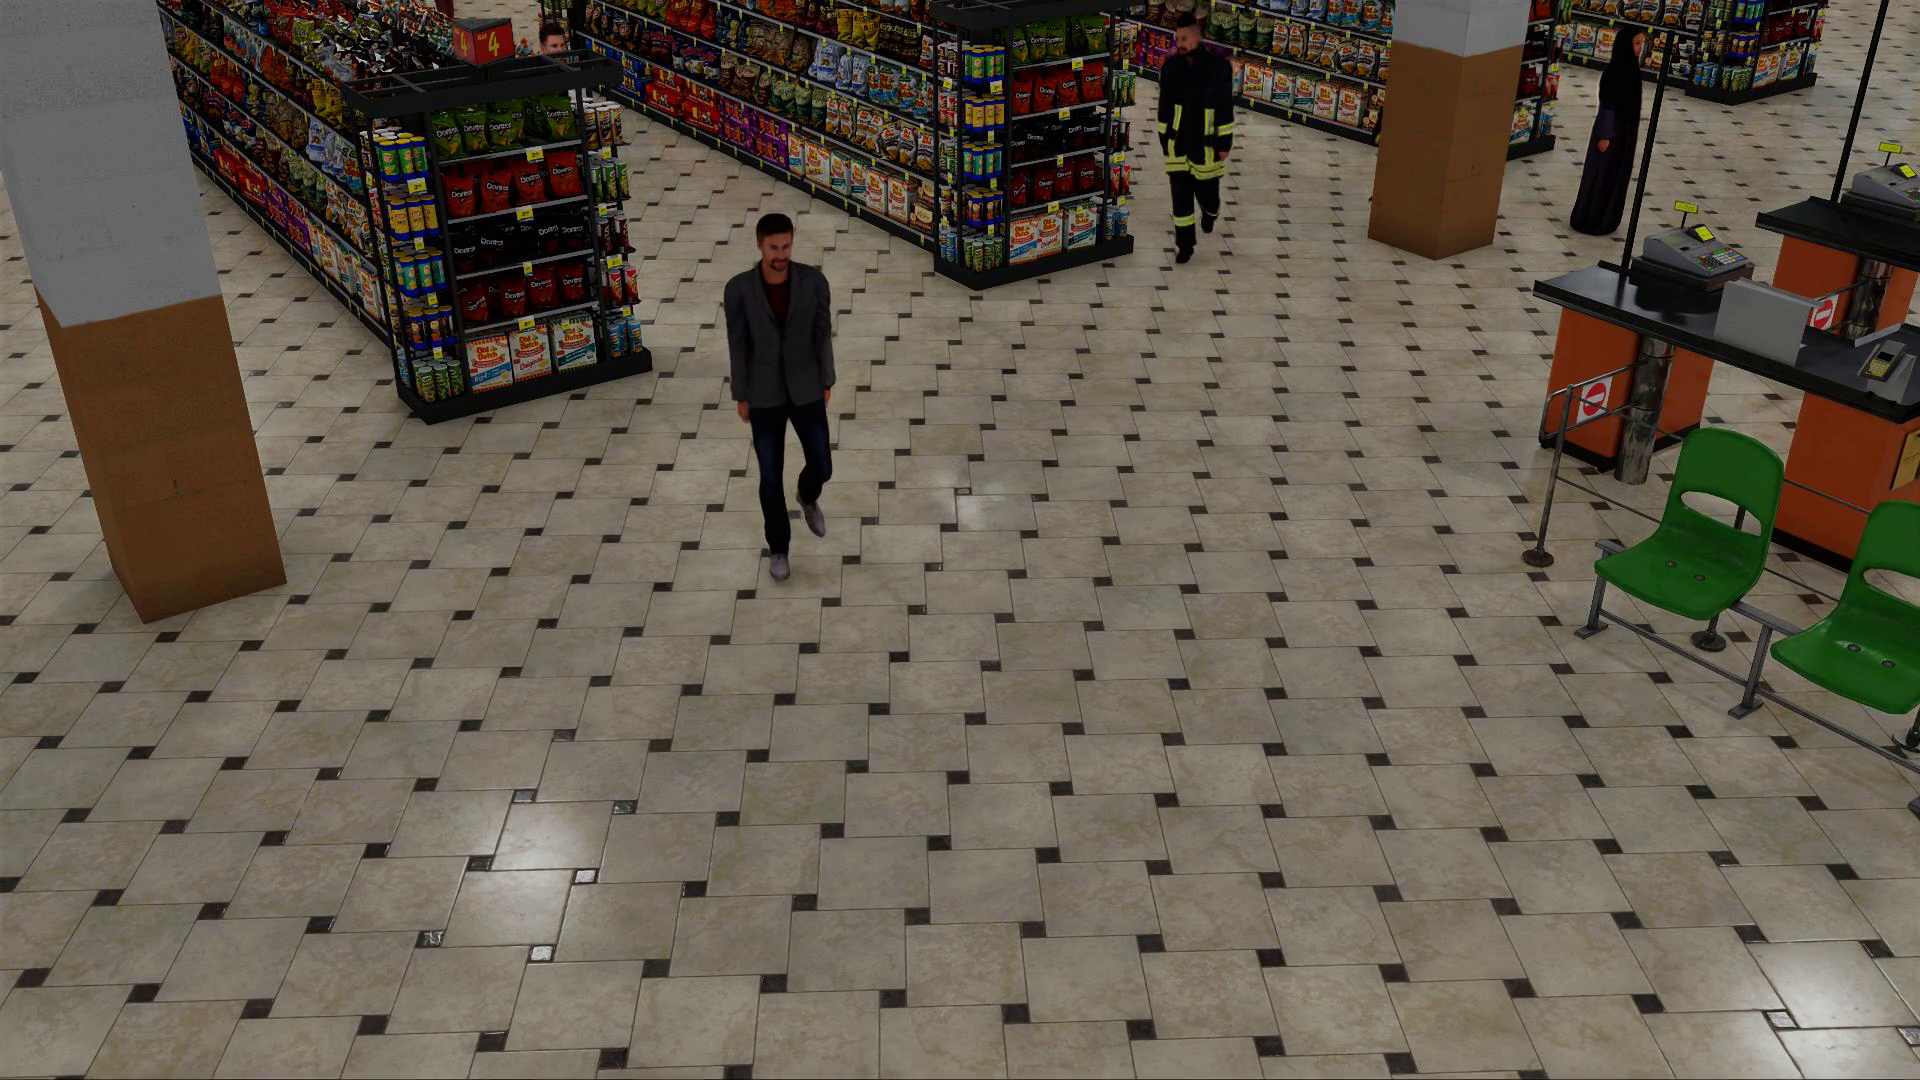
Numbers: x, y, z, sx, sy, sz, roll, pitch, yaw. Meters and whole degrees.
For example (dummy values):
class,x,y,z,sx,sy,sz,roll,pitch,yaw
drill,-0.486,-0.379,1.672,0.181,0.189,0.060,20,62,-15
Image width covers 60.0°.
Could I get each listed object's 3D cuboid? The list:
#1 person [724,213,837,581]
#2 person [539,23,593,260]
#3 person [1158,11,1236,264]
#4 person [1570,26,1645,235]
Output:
class,x,y,z,sx,sy,sz,roll,pitch,yaw
person,-0.889,-0.759,8.382,0.904,1.864,1.026,-5,29,-9
person,-2.965,-2.867,12.281,0.691,1.828,1.075,-17,33,-28
person,1.800,-3.061,12.640,1.053,1.824,1.094,7,29,13
person,5.199,-3.260,13.224,0.638,1.615,0.631,-25,37,-38
